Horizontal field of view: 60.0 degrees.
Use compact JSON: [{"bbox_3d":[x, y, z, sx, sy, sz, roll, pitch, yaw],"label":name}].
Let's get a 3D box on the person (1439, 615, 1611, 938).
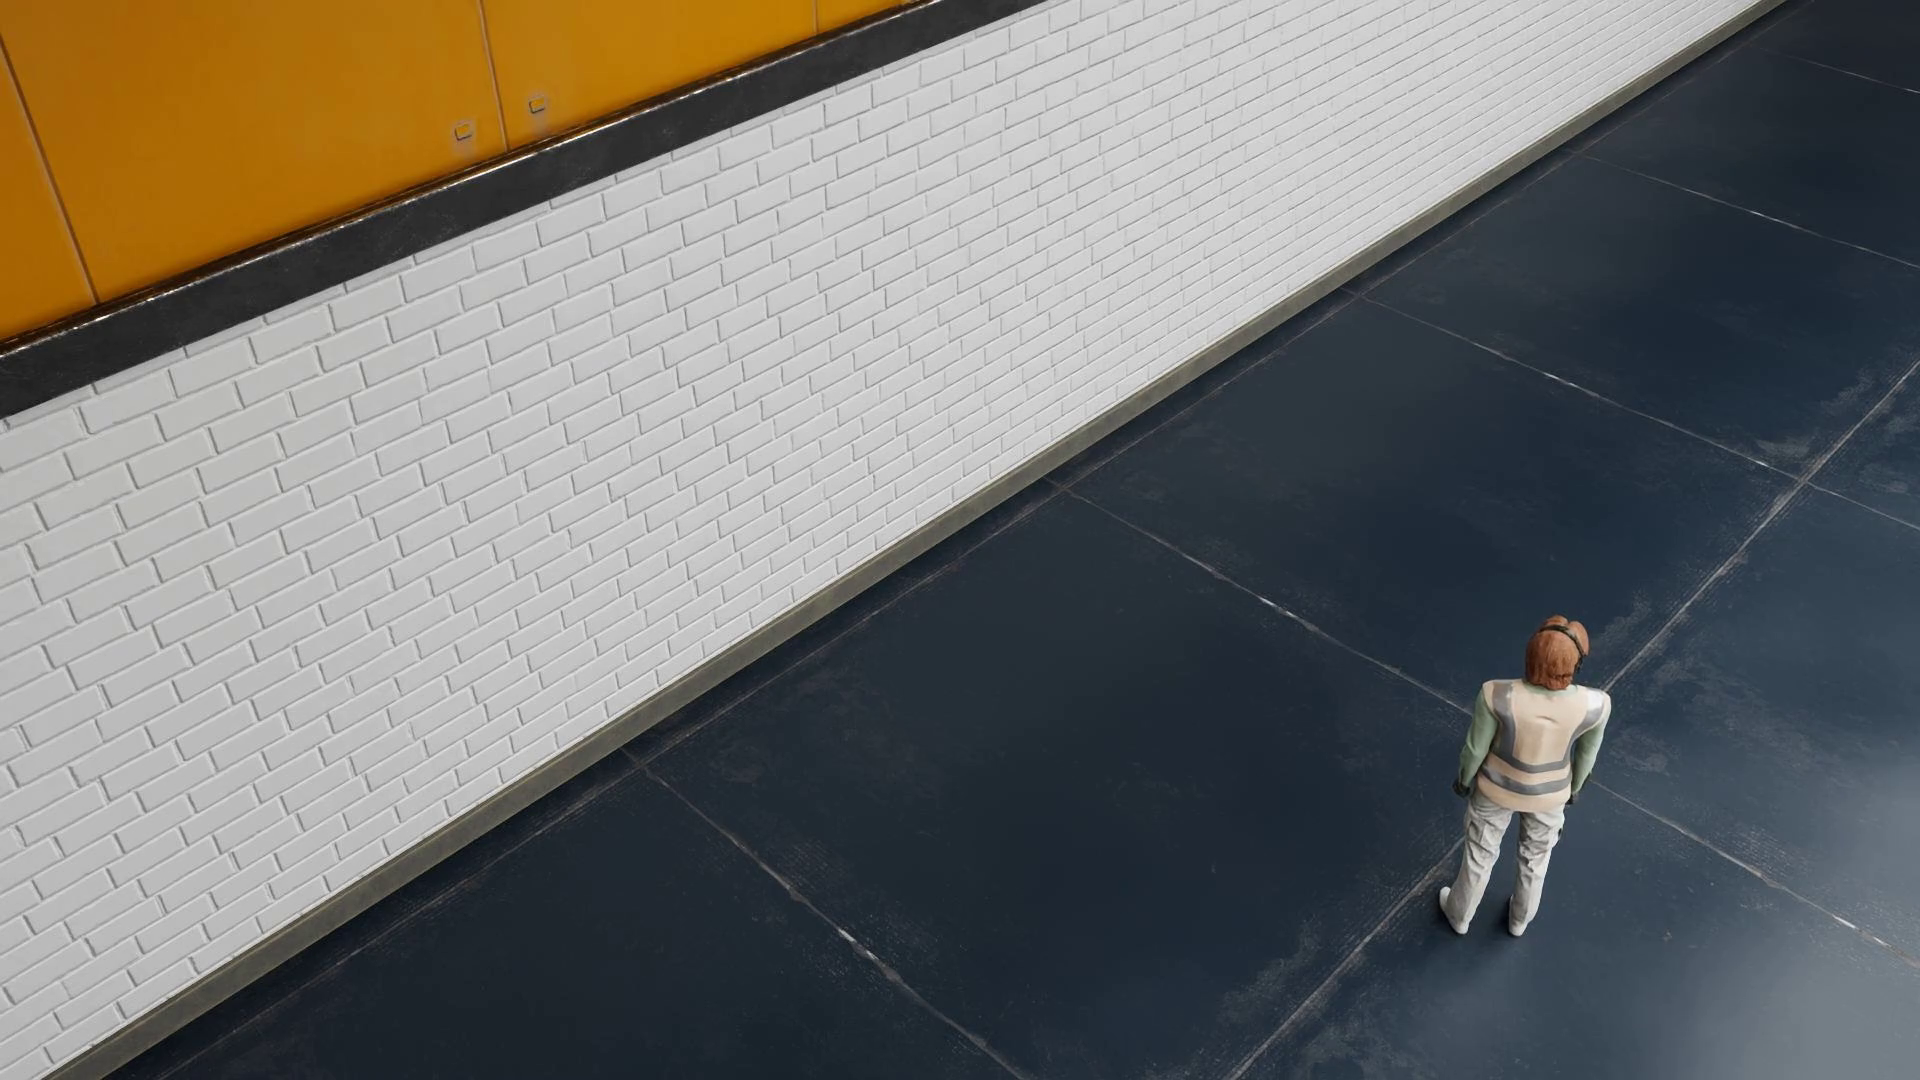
[{"bbox_3d":[2.216,0.981,6.597,0.514,1.636,0.313,5,39,6],"label":"person"}]
